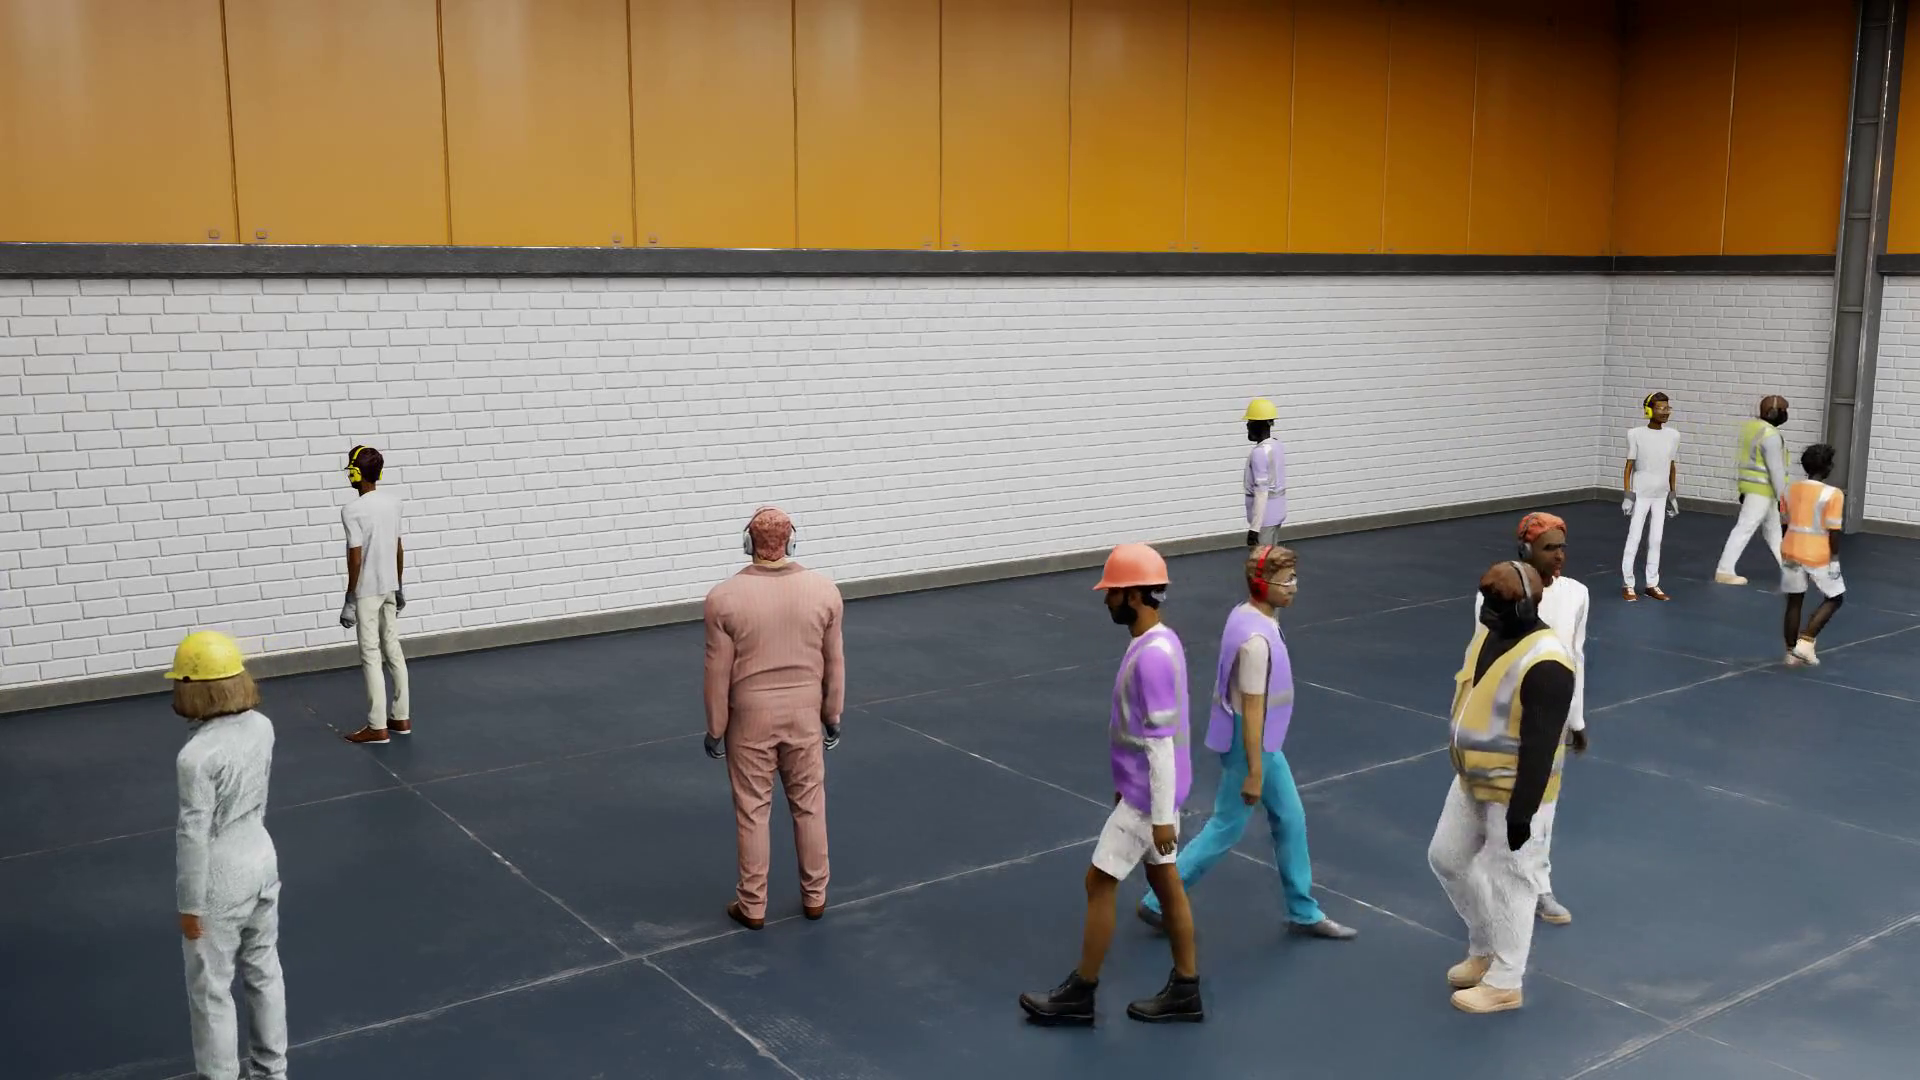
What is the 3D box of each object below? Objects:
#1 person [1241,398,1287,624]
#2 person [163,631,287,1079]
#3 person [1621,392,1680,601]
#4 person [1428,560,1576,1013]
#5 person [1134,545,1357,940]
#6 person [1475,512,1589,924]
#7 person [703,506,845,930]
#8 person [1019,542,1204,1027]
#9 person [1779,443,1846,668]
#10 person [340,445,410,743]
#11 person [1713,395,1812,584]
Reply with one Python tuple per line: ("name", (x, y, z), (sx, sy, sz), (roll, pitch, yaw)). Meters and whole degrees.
("person", (2.435, -0.179, 13.438), (0.383, 1.928, 0.588), (4, 10, 25))
("person", (-2.548, 1.166, 5.733), (0.335, 1.743, 0.492), (2, 9, 10))
("person", (6.179, -0.385, 14.869), (0.516, 1.877, 0.327), (-1, 9, -7))
("person", (2.146, 0.980, 6.581), (0.455, 1.828, 0.650), (-1, 9, -9))
("person", (1.238, 0.895, 7.241), (0.945, 1.797, 0.578), (2, 9, 10))
("person", (2.562, 0.812, 7.485), (0.597, 1.879, 0.351), (-3, 10, -17))
("person", (-0.844, 0.794, 7.502), (0.652, 1.906, 0.404), (-4, 10, -21))
("person", (0.590, 0.960, 6.493), (0.850, 1.900, 0.561), (2, 9, 9))
("person", (6.277, 0.126, 12.267), (0.366, 1.685, 0.551), (-4, 10, -22))
("person", (-3.686, 0.339, 10.422), (0.319, 1.871, 0.532), (3, 10, 20))
("person", (7.576, -0.451, 15.536), (0.971, 1.786, 0.645), (2, 9, 11))
